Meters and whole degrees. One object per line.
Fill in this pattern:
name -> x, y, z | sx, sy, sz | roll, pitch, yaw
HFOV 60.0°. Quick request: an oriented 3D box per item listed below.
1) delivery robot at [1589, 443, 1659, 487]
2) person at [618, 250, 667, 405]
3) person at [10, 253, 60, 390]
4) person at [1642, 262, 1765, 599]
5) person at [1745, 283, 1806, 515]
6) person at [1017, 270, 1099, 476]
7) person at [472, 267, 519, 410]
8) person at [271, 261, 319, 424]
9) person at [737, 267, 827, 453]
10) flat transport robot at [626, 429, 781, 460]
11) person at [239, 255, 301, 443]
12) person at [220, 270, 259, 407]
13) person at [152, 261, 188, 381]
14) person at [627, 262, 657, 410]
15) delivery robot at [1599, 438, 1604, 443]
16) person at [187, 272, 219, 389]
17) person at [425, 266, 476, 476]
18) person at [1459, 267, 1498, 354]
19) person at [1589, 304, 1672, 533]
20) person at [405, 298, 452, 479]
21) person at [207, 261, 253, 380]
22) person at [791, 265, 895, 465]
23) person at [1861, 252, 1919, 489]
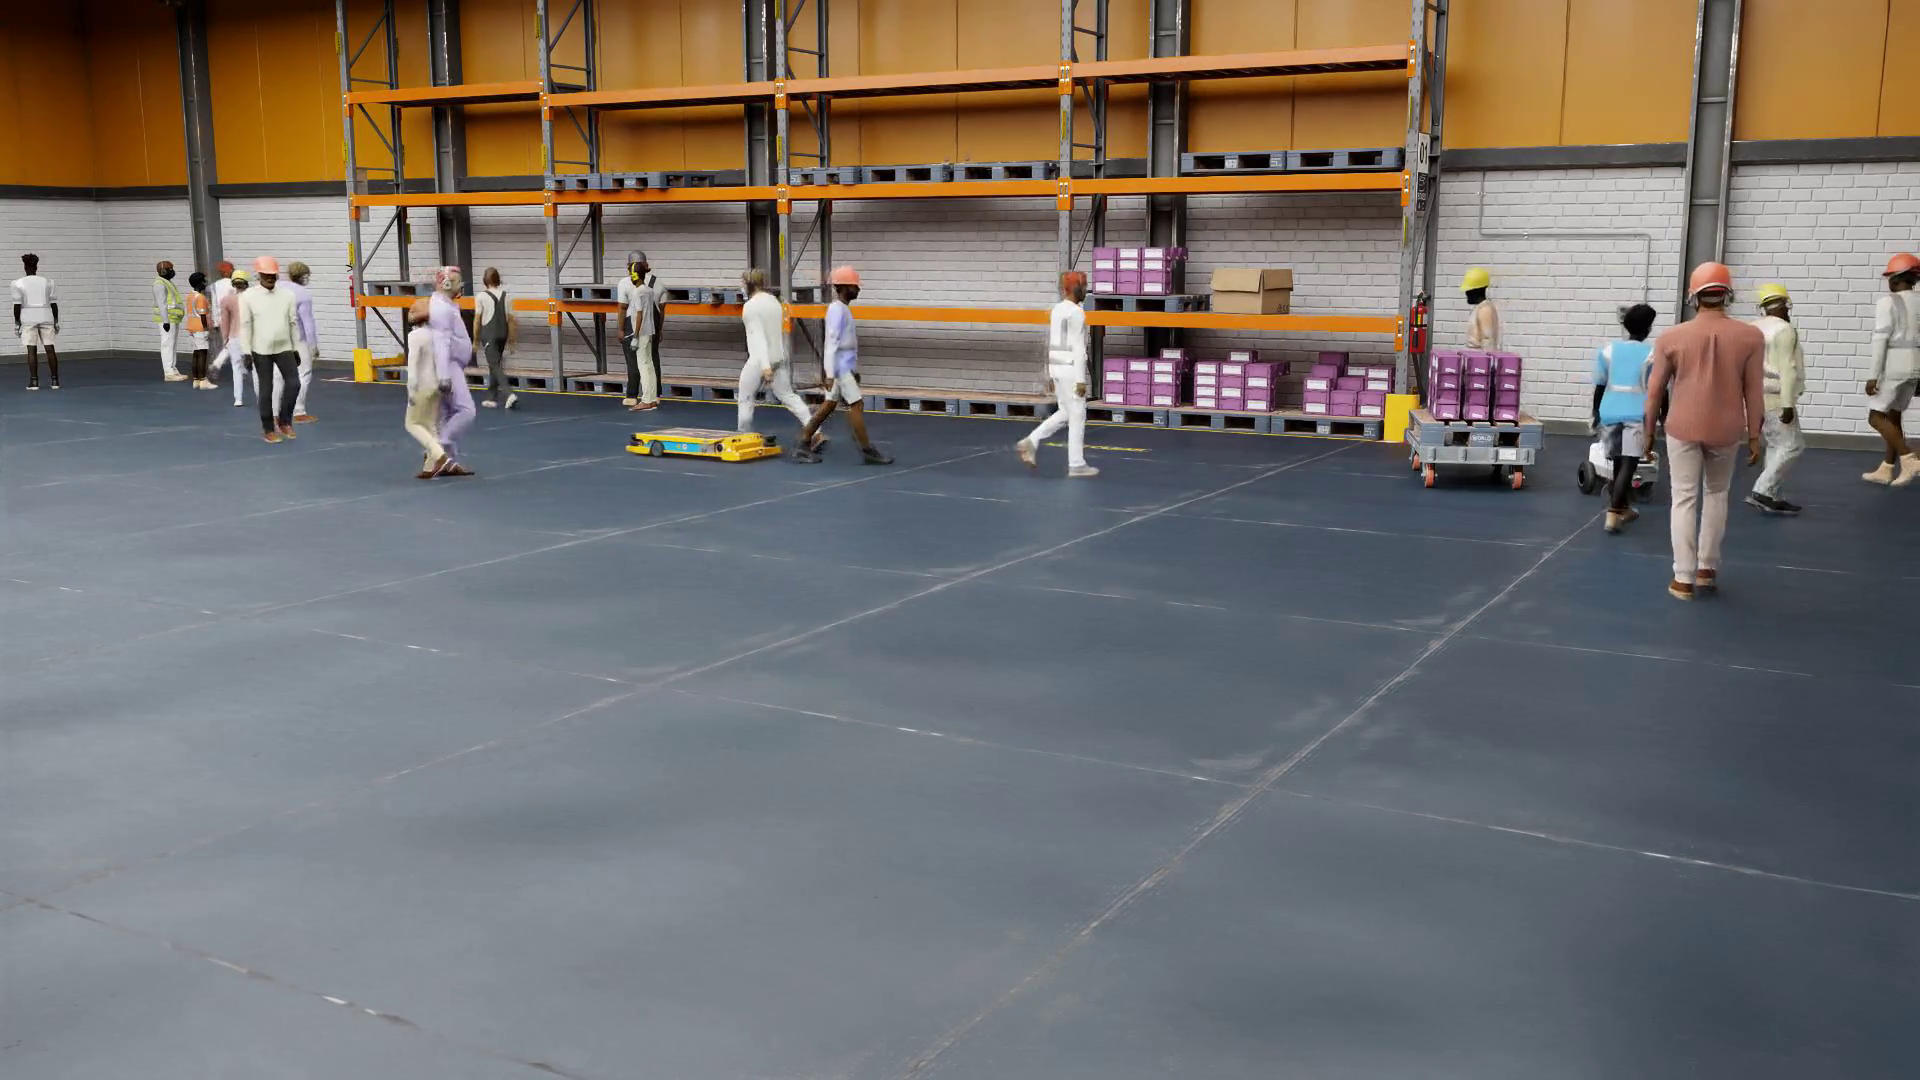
delivery robot -> 5.442, -0.655, 13.643 | 0.477, 0.478, 0.707 | 0, 10, 1
person -> -4.213, -2.791, 21.796 | 0.682, 2.000, 0.535 | -9, 14, -42
person -> -13.380, -3.160, 24.094 | 0.603, 1.967, 0.366 | -8, 13, -40
person -> 4.402, -0.655, 9.905 | 0.649, 1.966, 0.721 | 3, 10, 16
person -> 6.279, -1.071, 12.783 | 0.450, 1.784, 0.617 | 1, 10, 5
person -> 0.907, -1.489, 14.935 | 0.660, 1.865, 0.576 | -3, 11, -18
person -> -5.887, -2.553, 21.130 | 0.914, 1.813, 0.527 | 9, 14, 43
person -> -7.844, -2.293, 19.421 | 0.728, 1.895, 0.445 | 5, 11, 28
person -> -1.845, -1.762, 16.498 | 1.089, 1.878, 0.647 | 5, 11, 25
flat transport robot -> -2.541, -0.956, 16.415 | 1.431, 0.197, 0.652 | 6, 12, 30
person -> -7.235, -1.995, 17.469 | 0.646, 1.972, 0.464 | -10, 14, -43
person -> -9.271, -2.607, 21.541 | 0.533, 1.765, 0.326 | -4, 11, -20
person -> -12.211, -3.383, 25.710 | 0.429, 1.846, 0.627 | -2, 10, -13
person -> -4.035, -2.569, 21.045 | 0.328, 1.865, 0.520 | 2, 10, 10
delivery robot -> 5.690, -0.776, 14.329 | 0.477, 0.478, 0.707 | 5, 11, 24
person -> -11.030, -3.035, 24.150 | 0.317, 1.695, 0.540 | -9, 13, -41
person -> -4.543, -1.497, 14.886 | 0.426, 1.889, 0.680 | -2, 10, -14
person -> 5.113, -1.694, 16.070 | 0.944, 1.875, 0.596 | 3, 10, 15
person -> 4.880, -0.887, 12.129 | 0.848, 1.651, 0.551 | -9, 13, -42
person -> -4.676, -1.317, 14.684 | 0.418, 1.615, 0.513 | 4, 11, 19
person -> -11.286, -3.361, 25.582 | 0.594, 1.858, 0.882 | 4, 11, 20
person -> -1.155, -1.637, 15.700 | 0.985, 1.896, 0.572 | 0, 10, 1
person -> 8.063, -1.446, 14.250 | 0.655, 2.021, 0.682 | -4, 11, -24
